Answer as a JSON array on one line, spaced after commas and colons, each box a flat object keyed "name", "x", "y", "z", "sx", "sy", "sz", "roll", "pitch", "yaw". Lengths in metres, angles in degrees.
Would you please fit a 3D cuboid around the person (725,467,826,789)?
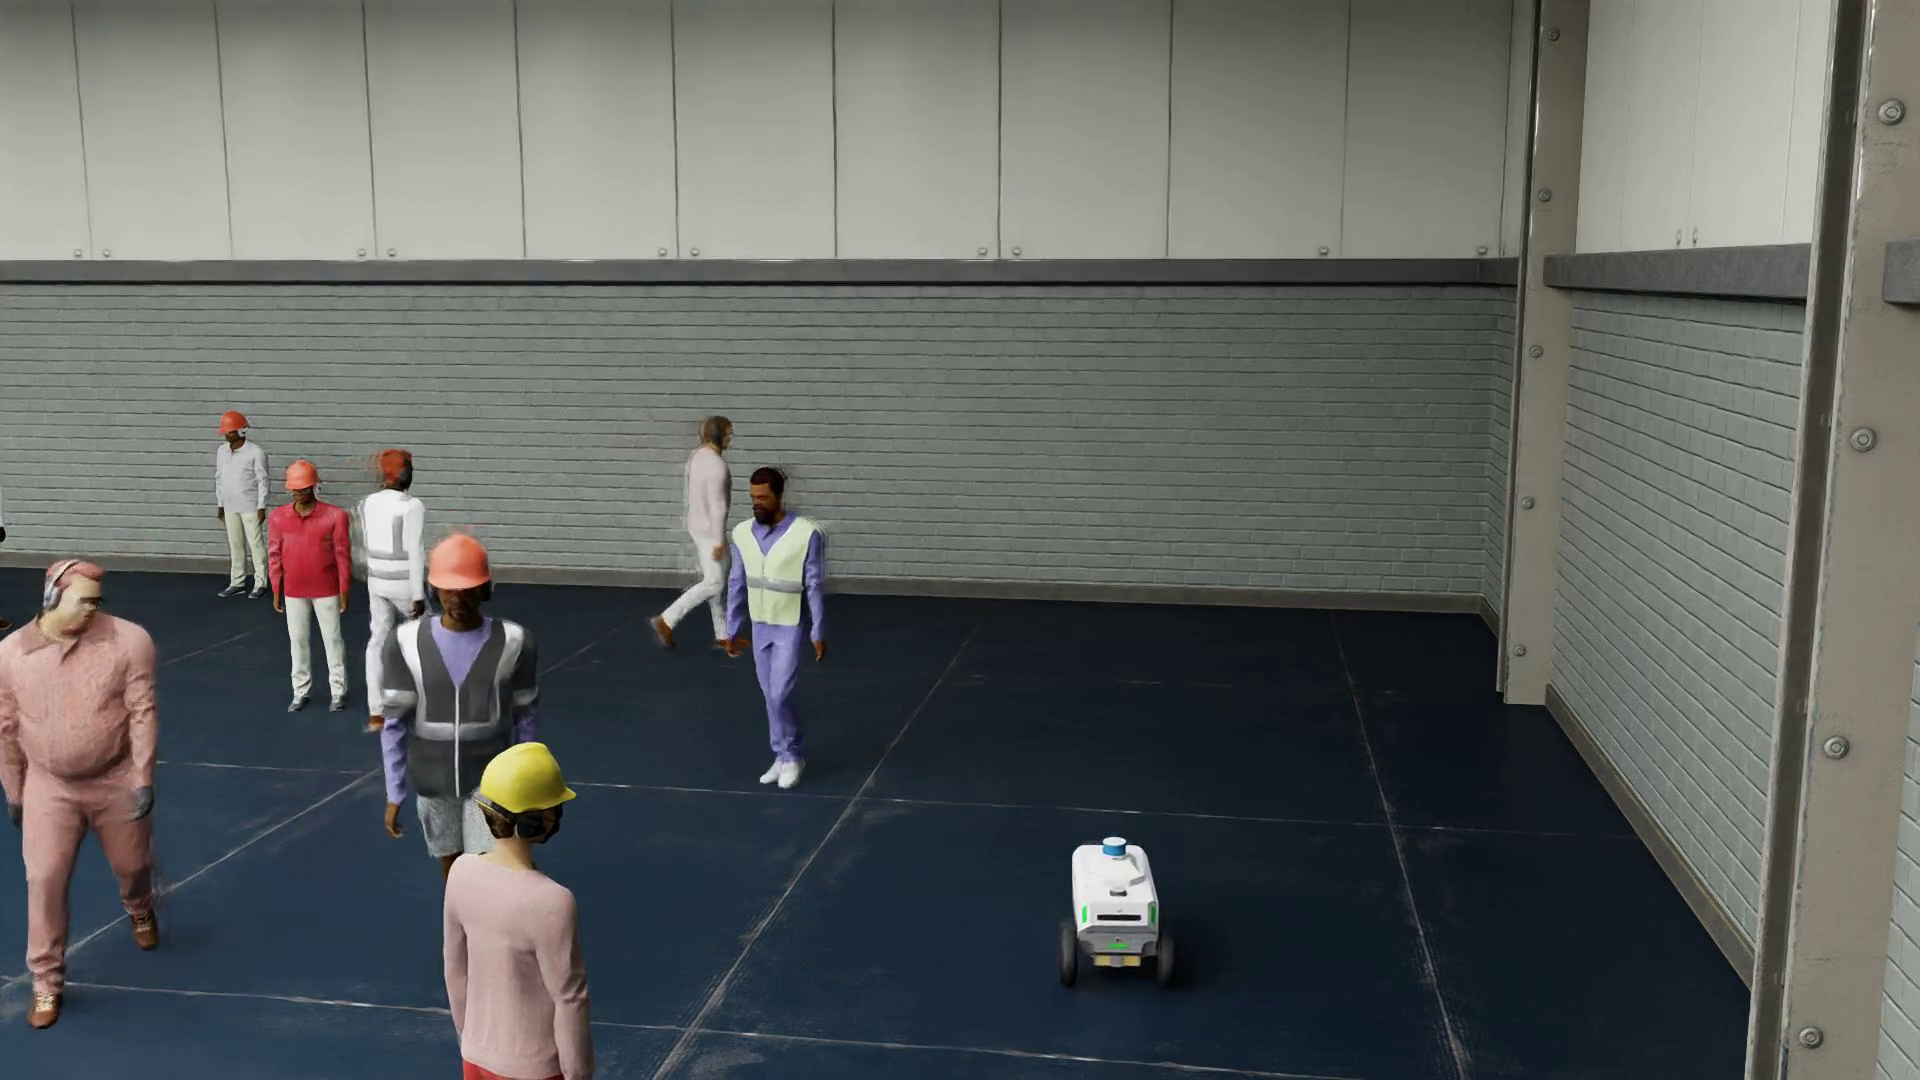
[{"name": "person", "x": -1.090, "y": 0.517, "z": 9.743, "sx": 0.620, "sy": 1.896, "sz": 0.519, "roll": 5, "pitch": 10, "yaw": 28}]

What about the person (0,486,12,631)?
[{"name": "person", "x": -8.274, "y": -0.143, "z": 13.854, "sx": 0.584, "sy": 1.883, "sz": 0.337, "roll": -1, "pitch": 9, "yaw": -8}]

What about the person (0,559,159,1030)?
[{"name": "person", "x": -3.694, "y": 0.986, "z": 6.979, "sx": 0.641, "sy": 1.861, "sz": 0.836, "roll": -4, "pitch": 10, "yaw": -23}]

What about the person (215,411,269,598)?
[{"name": "person", "x": -6.677, "y": -0.328, "z": 15.432, "sx": 0.563, "sy": 1.742, "sz": 0.339, "roll": 3, "pitch": 10, "yaw": 18}]

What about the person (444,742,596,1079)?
[{"name": "person", "x": -1.185, "y": 1.421, "z": 4.581, "sx": 0.533, "sy": 1.767, "sz": 0.323, "roll": 7, "pitch": 11, "yaw": 36}]

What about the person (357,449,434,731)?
[{"name": "person", "x": -3.701, "y": 0.307, "z": 11.185, "sx": 0.602, "sy": 1.847, "sz": 0.903, "roll": 4, "pitch": 10, "yaw": 26}]

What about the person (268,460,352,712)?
[{"name": "person", "x": -4.468, "y": 0.318, "z": 11.433, "sx": 0.563, "sy": 1.746, "sz": 0.348, "roll": 0, "pitch": 9, "yaw": -2}]

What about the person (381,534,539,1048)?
[{"name": "person", "x": -2.030, "y": 0.945, "z": 6.839, "sx": 0.603, "sy": 2.004, "sz": 1.053, "roll": -2, "pitch": 9, "yaw": -10}]

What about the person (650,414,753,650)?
[{"name": "person", "x": -2.048, "y": -0.035, "z": 13.127, "sx": 0.768, "sy": 1.919, "sz": 0.639, "roll": -3, "pitch": 10, "yaw": -20}]

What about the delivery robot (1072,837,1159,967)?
[{"name": "delivery robot", "x": 0.672, "y": 1.543, "z": 7.262, "sx": 0.477, "sy": 0.478, "sz": 0.707, "roll": 0, "pitch": 9, "yaw": 1}]
